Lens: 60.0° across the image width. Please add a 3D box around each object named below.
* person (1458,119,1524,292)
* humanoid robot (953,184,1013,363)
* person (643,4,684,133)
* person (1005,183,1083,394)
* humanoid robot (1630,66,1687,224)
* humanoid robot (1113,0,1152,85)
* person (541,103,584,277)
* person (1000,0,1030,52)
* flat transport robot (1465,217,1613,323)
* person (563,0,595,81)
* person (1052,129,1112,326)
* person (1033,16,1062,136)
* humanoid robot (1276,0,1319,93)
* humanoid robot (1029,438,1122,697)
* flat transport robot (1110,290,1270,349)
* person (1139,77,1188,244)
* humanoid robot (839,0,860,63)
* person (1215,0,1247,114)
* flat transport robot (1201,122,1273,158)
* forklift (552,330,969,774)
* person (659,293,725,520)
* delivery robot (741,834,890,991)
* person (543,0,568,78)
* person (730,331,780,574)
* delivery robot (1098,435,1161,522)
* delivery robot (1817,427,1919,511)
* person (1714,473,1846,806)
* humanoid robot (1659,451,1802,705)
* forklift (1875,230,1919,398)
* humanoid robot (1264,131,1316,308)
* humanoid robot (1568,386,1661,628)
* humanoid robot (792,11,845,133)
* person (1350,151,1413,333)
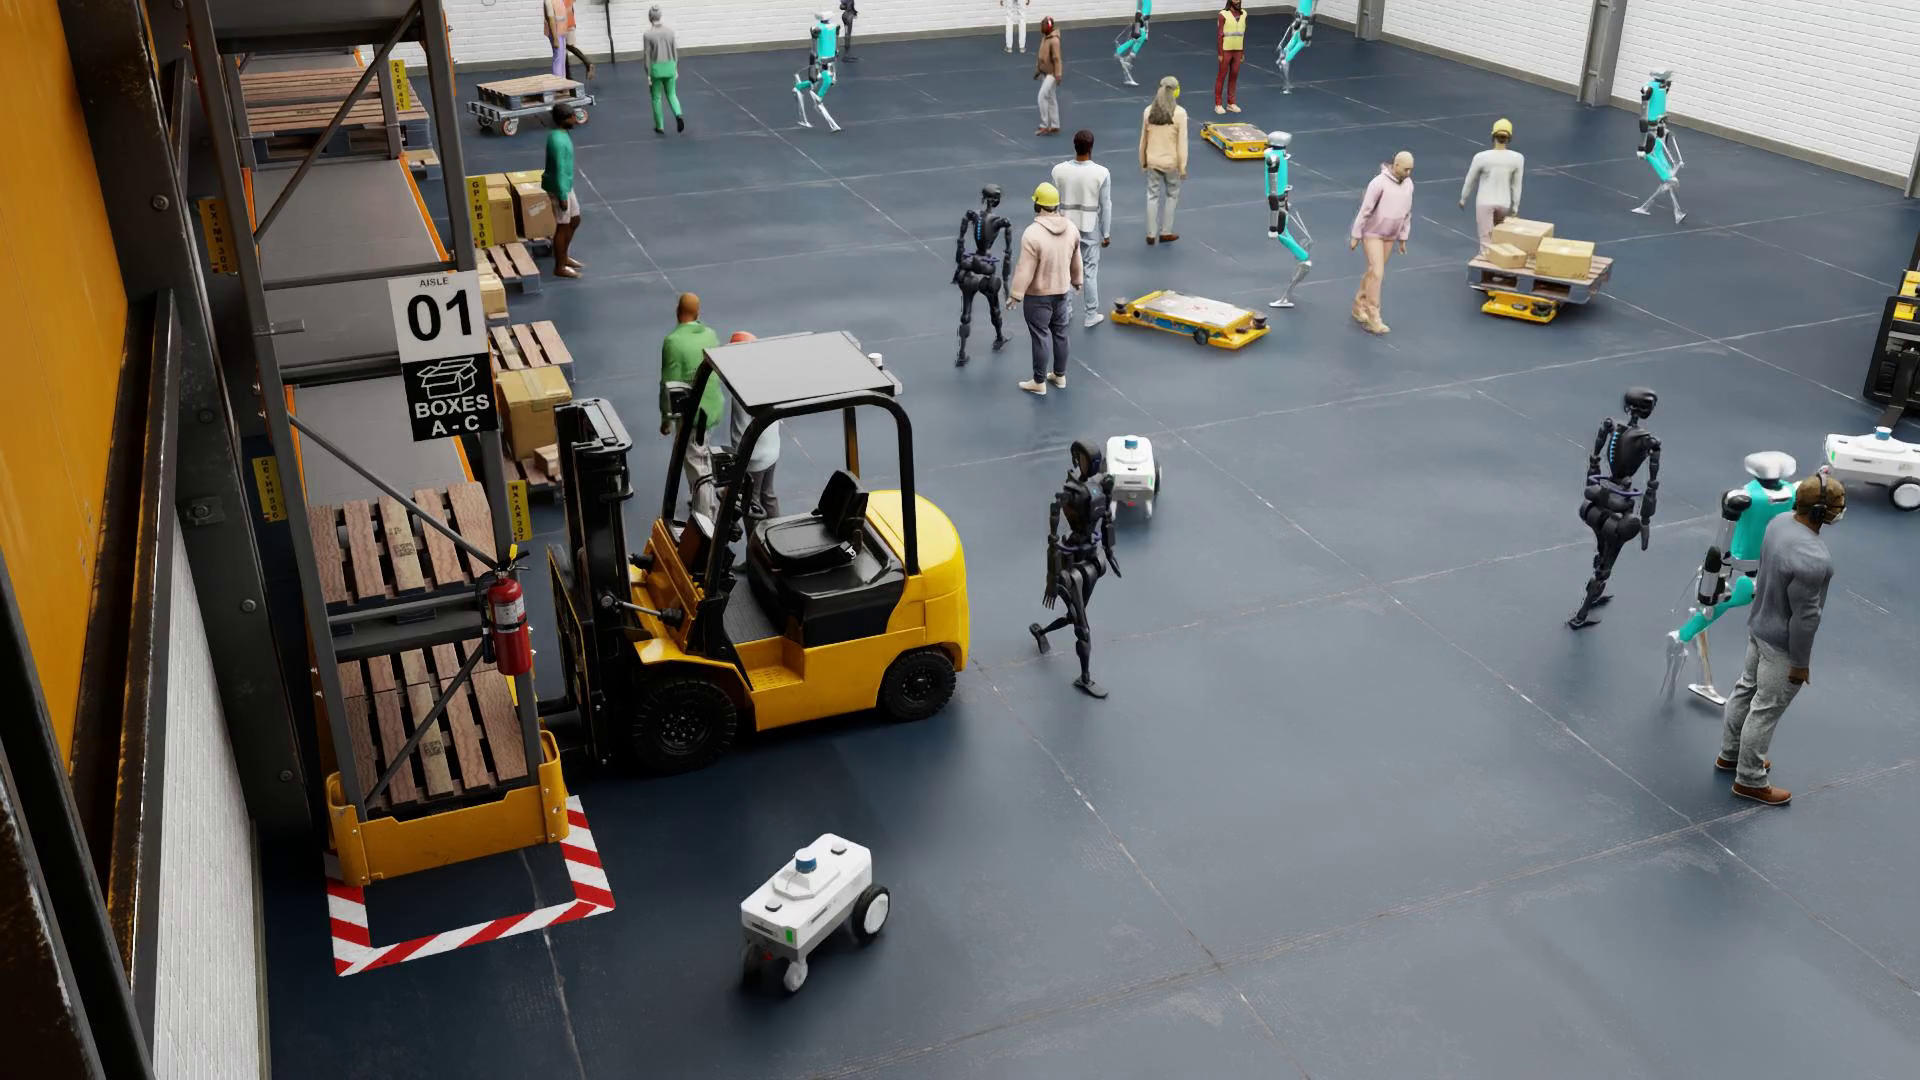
[{"bbox_3d":[5.507,-3.511,17.340,0.540,1.717,0.827,-2,27,-4],"label":"person"},{"bbox_3d":[0.197,-2.481,15.410,0.608,1.615,0.810,14,30,26],"label":"humanoid robot"},{"bbox_3d":[-4.199,-6.624,23.434,0.526,1.820,0.620,-15,30,-28],"label":"person"},{"bbox_3d":[0.769,-2.188,14.560,0.809,1.868,0.407,-19,32,-33],"label":"person"},{"bbox_3d":[8.377,-4.597,19.557,0.551,1.822,0.890,-22,34,-37],"label":"humanoid robot"},{"bbox_3d":[2.717,-8.033,26.462,0.705,1.905,0.545,11,29,21],"label":"humanoid robot"},{"bbox_3d":[-4.209,-3.697,17.621,0.442,1.829,0.519,-2,27,-5],"label":"person"},{"bbox_3d":[0.965,-9.519,29.142,0.565,1.876,0.362,0,27,-1],"label":"person"},{"bbox_3d":[5.910,-2.547,17.054,0.659,0.231,1.431,16,31,29],"label":"flat transport robot"},{"bbox_3d":[-6.267,-8.210,26.481,0.705,1.919,0.658,11,29,20],"label":"person"},{"bbox_3d":[1.173,-3.018,16.157,0.592,1.919,0.392,9,28,17],"label":"person"},{"bbox_3d":[1.190,-6.544,23.471,0.597,1.635,0.490,-10,28,-19],"label":"person"},{"bbox_3d":[5.187,-7.925,26.159,0.801,1.803,0.530,-9,28,-17],"label":"humanoid robot"},{"bbox_3d":[0.693,0.120,10.256,0.615,1.650,0.784,-23,35,-38],"label":"humanoid robot"},{"bbox_3d":[2.252,-2.179,16.322,1.431,0.231,0.659,20,33,34],"label":"flat transport robot"},{"bbox_3d":[2.288,-4.245,18.655,0.592,1.862,0.475,15,30,28],"label":"person"},{"bbox_3d":[-1.885,-9.041,28.387,0.315,1.657,0.599,2,27,4],"label":"humanoid robot"},{"bbox_3d":[4.028,-7.272,24.784,0.470,1.768,0.378,-12,29,-22],"label":"person"},{"bbox_3d":[3.855,-5.526,22.978,0.659,0.231,1.431,-4,27,-8],"label":"flat transport robot"},{"bbox_3d":[-1.094,0.010,9.831,2.313,2.155,1.214,-10,28,-20],"label":"forklift"},{"bbox_3d":[-1.932,-0.926,12.179,0.413,1.750,0.596,12,29,23],"label":"person"},{"bbox_3d":[-0.723,1.773,8.164,0.499,0.614,0.790,16,31,29],"label":"delivery robot"},{"bbox_3d":[-6.230,-7.796,25.739,0.390,1.846,0.565,1,27,1],"label":"person"},{"bbox_3d":[-1.440,-0.608,11.556,0.350,1.738,0.576,9,28,18],"label":"person"},{"bbox_3d":[1.295,-0.508,12.694,0.499,0.609,0.806,1,27,2],"label":"delivery robot"},{"bbox_3d":[7.069,-0.567,12.816,0.815,0.611,0.499,9,28,18],"label":"delivery robot"},{"bbox_3d":[4.491,0.529,9.079,0.372,1.940,0.630,3,27,5],"label":"person"},{"bbox_3d":[4.520,0.268,9.930,0.537,1.883,0.747,-6,27,-12],"label":"humanoid robot"},{"bbox_3d":[9.029,-2.397,14.618,1.214,2.155,2.313,18,32,32],"label":"forklift"},{"bbox_3d":[3.349,-3.175,16.694,0.698,1.801,0.530,8,28,15],"label":"humanoid robot"},{"bbox_3d":[4.316,-0.227,10.887,0.631,1.632,0.589,-13,29,-24],"label":"humanoid robot"},{"bbox_3d":[-2.068,-6.603,23.515,1.011,1.748,0.533,20,33,34],"label":"humanoid robot"},{"bbox_3d":[4.123,-2.884,16.091,0.566,1.735,0.809,-13,30,-25],"label":"person"}]
